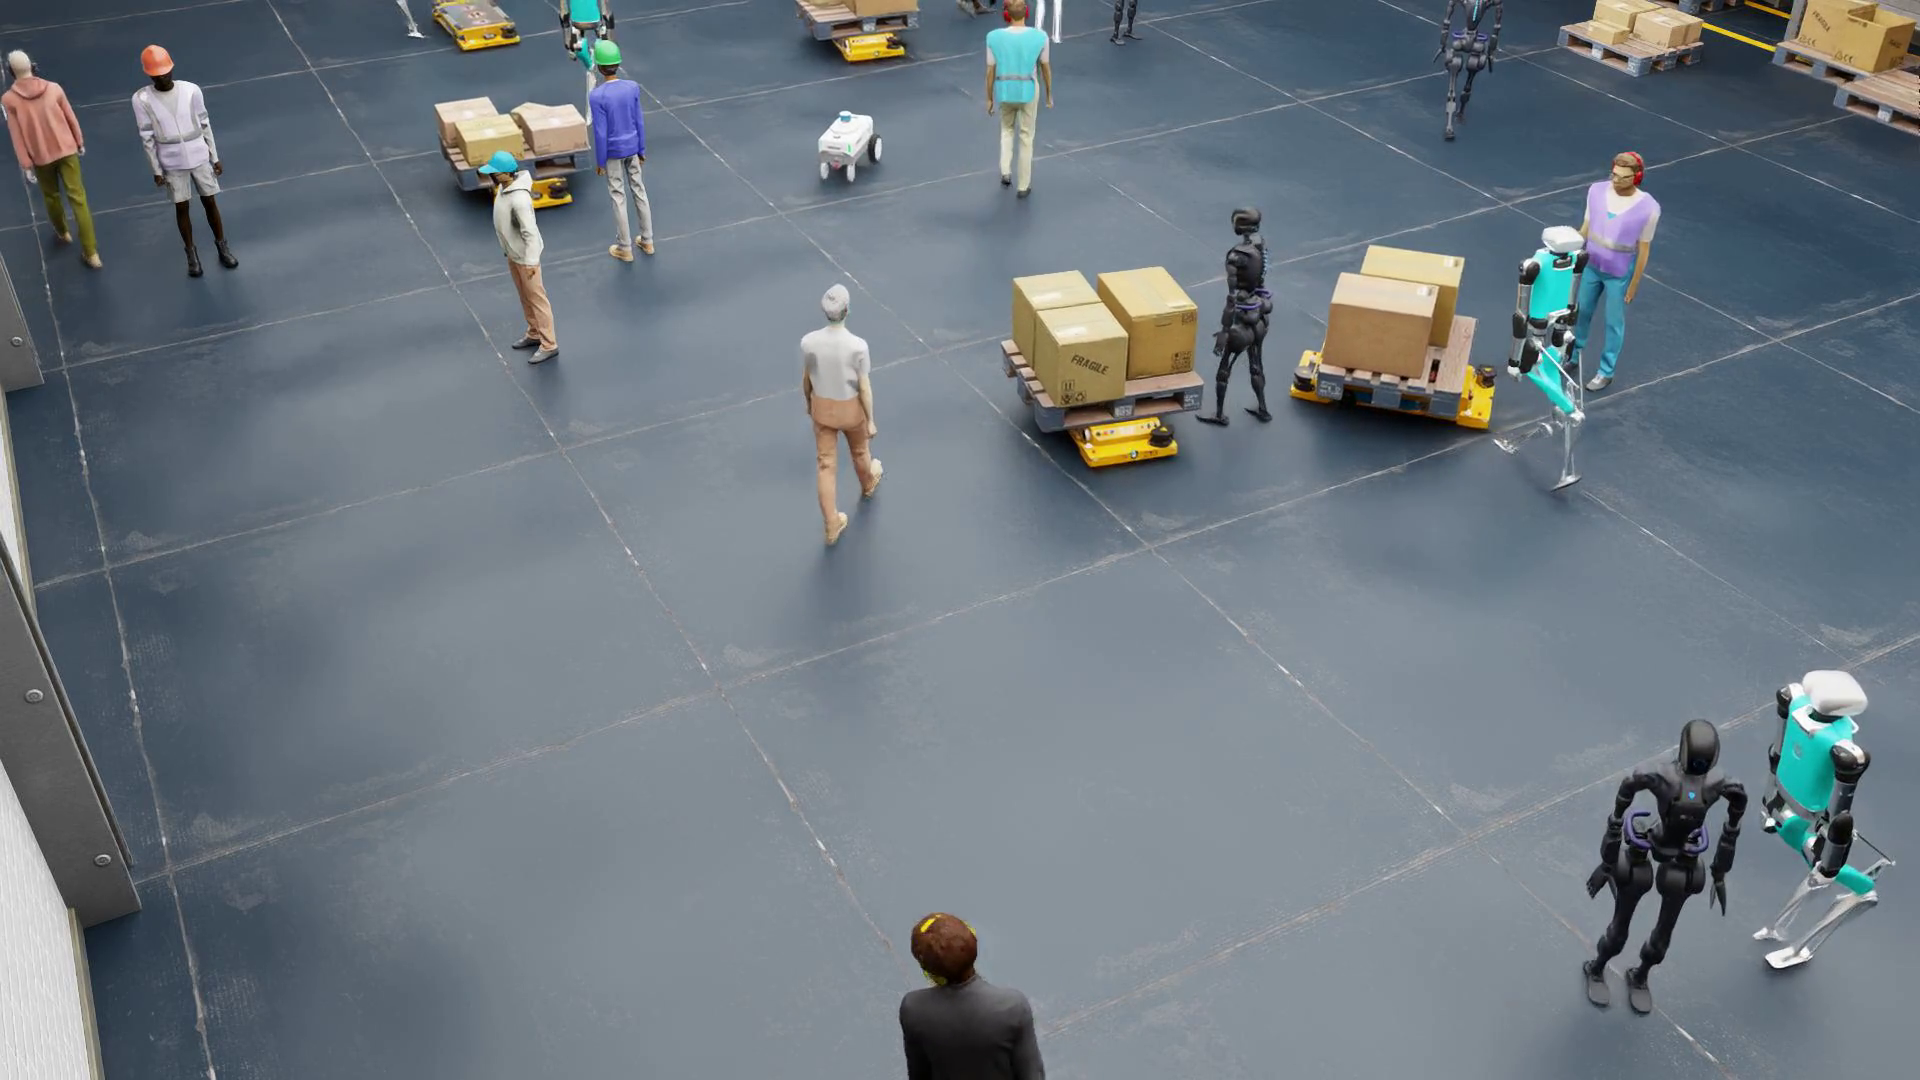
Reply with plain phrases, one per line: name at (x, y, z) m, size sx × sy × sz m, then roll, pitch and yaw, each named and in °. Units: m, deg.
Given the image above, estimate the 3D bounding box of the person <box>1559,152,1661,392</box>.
person at (4.754, -1.980, 12.180) m, size 0.397 × 1.834 × 0.559 m, roll -23°, pitch 41°, yaw -29°

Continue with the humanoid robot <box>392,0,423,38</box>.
humanoid robot at (-6.406, -6.618, 18.901) m, size 0.585 × 1.788 × 0.865 m, roll 13°, pitch 37°, yaw 18°

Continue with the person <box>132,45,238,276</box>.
person at (-6.398, -3.131, 13.733) m, size 0.550 × 1.934 × 0.371 m, roll -21°, pitch 40°, yaw -27°

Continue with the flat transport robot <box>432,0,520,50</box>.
flat transport robot at (-5.631, -6.004, 19.288) m, size 0.659 × 0.231 × 1.431 m, roll -17°, pitch 39°, yaw -23°

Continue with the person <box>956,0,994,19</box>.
person at (0.221, -7.032, 19.325) m, size 0.488 × 1.921 × 0.549 m, roll -4°, pitch 35°, yaw -6°

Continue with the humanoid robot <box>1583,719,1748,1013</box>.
humanoid robot at (3.144, 1.448, 7.417) m, size 0.595 × 1.648 × 0.319 m, roll 5°, pitch 35°, yaw 8°

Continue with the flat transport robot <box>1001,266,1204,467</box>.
flat transport robot at (1.021, -1.008, 12.155) m, size 0.659 × 0.231 × 1.431 m, roll -9°, pitch 36°, yaw -13°

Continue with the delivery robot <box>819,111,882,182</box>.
delivery robot at (-1.084, -3.789, 15.869) m, size 0.499 × 0.587 × 0.769 m, roll 9°, pitch 36°, yaw 13°

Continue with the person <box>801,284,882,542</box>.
person at (-0.745, -0.892, 10.729) m, size 0.510 × 1.709 × 0.850 m, roll 7°, pitch 36°, yaw 10°

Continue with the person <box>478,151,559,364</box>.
person at (-3.320, -2.133, 12.534) m, size 0.378 × 1.674 × 0.469 m, roll -21°, pitch 40°, yaw -27°

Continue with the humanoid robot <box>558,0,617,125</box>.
humanoid robot at (-3.641, -4.971, 16.536) m, size 0.533 × 1.787 × 0.681 m, roll 1°, pitch 35°, yaw 1°

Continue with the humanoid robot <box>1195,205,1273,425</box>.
humanoid robot at (2.007, -1.559, 11.724) m, size 0.508 × 1.635 × 0.608 m, roll 21°, pitch 40°, yaw 27°

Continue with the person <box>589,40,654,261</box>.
person at (-2.862, -3.265, 13.982) m, size 0.469 × 1.871 × 0.352 m, roll -26°, pitch 42°, yaw -32°

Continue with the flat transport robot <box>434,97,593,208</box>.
flat transport robot at (-4.151, -3.451, 15.643) m, size 0.659 × 0.231 × 1.431 m, roll -15°, pitch 38°, yaw -20°

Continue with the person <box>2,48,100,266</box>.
person at (-7.675, -3.268, 14.056) m, size 0.533 × 1.784 × 0.954 m, roll -19°, pitch 39°, yaw -25°

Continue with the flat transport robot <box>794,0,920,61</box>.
flat transport robot at (-1.171, -5.809, 19.009) m, size 0.659 × 0.231 × 1.431 m, roll -12°, pitch 37°, yaw -16°

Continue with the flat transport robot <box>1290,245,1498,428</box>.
flat transport robot at (3.233, -1.173, 12.391) m, size 1.431 × 0.231 × 0.659 m, roll 11°, pitch 37°, yaw 15°

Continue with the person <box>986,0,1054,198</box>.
person at (0.540, -4.019, 15.102) m, size 0.604 × 1.819 × 0.481 m, roll 6°, pitch 35°, yaw 9°

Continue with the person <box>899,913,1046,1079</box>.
person at (0.121, 2.148, 6.277) m, size 0.681 × 1.843 × 0.347 m, roll 6°, pitch 35°, yaw 8°

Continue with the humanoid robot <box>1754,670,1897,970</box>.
humanoid robot at (3.975, 1.310, 7.572) m, size 0.768 × 1.769 × 0.541 m, roll -6°, pitch 35°, yaw -8°

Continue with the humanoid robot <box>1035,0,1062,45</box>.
humanoid robot at (1.004, -6.398, 18.542) m, size 0.531 × 1.761 × 0.744 m, roll 5°, pitch 35°, yaw 7°

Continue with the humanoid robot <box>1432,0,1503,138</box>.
humanoid robot at (5.003, -4.828, 16.438) m, size 0.591 × 1.637 × 0.784 m, roll 7°, pitch 36°, yaw 9°

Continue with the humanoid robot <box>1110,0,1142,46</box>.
humanoid robot at (1.940, -6.434, 18.662) m, size 0.599 × 1.657 × 0.315 m, roll -27°, pitch 43°, yaw -33°

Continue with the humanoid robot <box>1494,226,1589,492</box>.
humanoid robot at (4.064, -1.122, 11.085) m, size 0.532 × 1.786 × 1.035 m, roll -16°, pitch 38°, yaw -21°

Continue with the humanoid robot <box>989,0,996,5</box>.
humanoid robot at (0.427, -7.345, 19.956) m, size 0.530 × 1.773 × 0.998 m, roll -6°, pitch 36°, yaw -9°
